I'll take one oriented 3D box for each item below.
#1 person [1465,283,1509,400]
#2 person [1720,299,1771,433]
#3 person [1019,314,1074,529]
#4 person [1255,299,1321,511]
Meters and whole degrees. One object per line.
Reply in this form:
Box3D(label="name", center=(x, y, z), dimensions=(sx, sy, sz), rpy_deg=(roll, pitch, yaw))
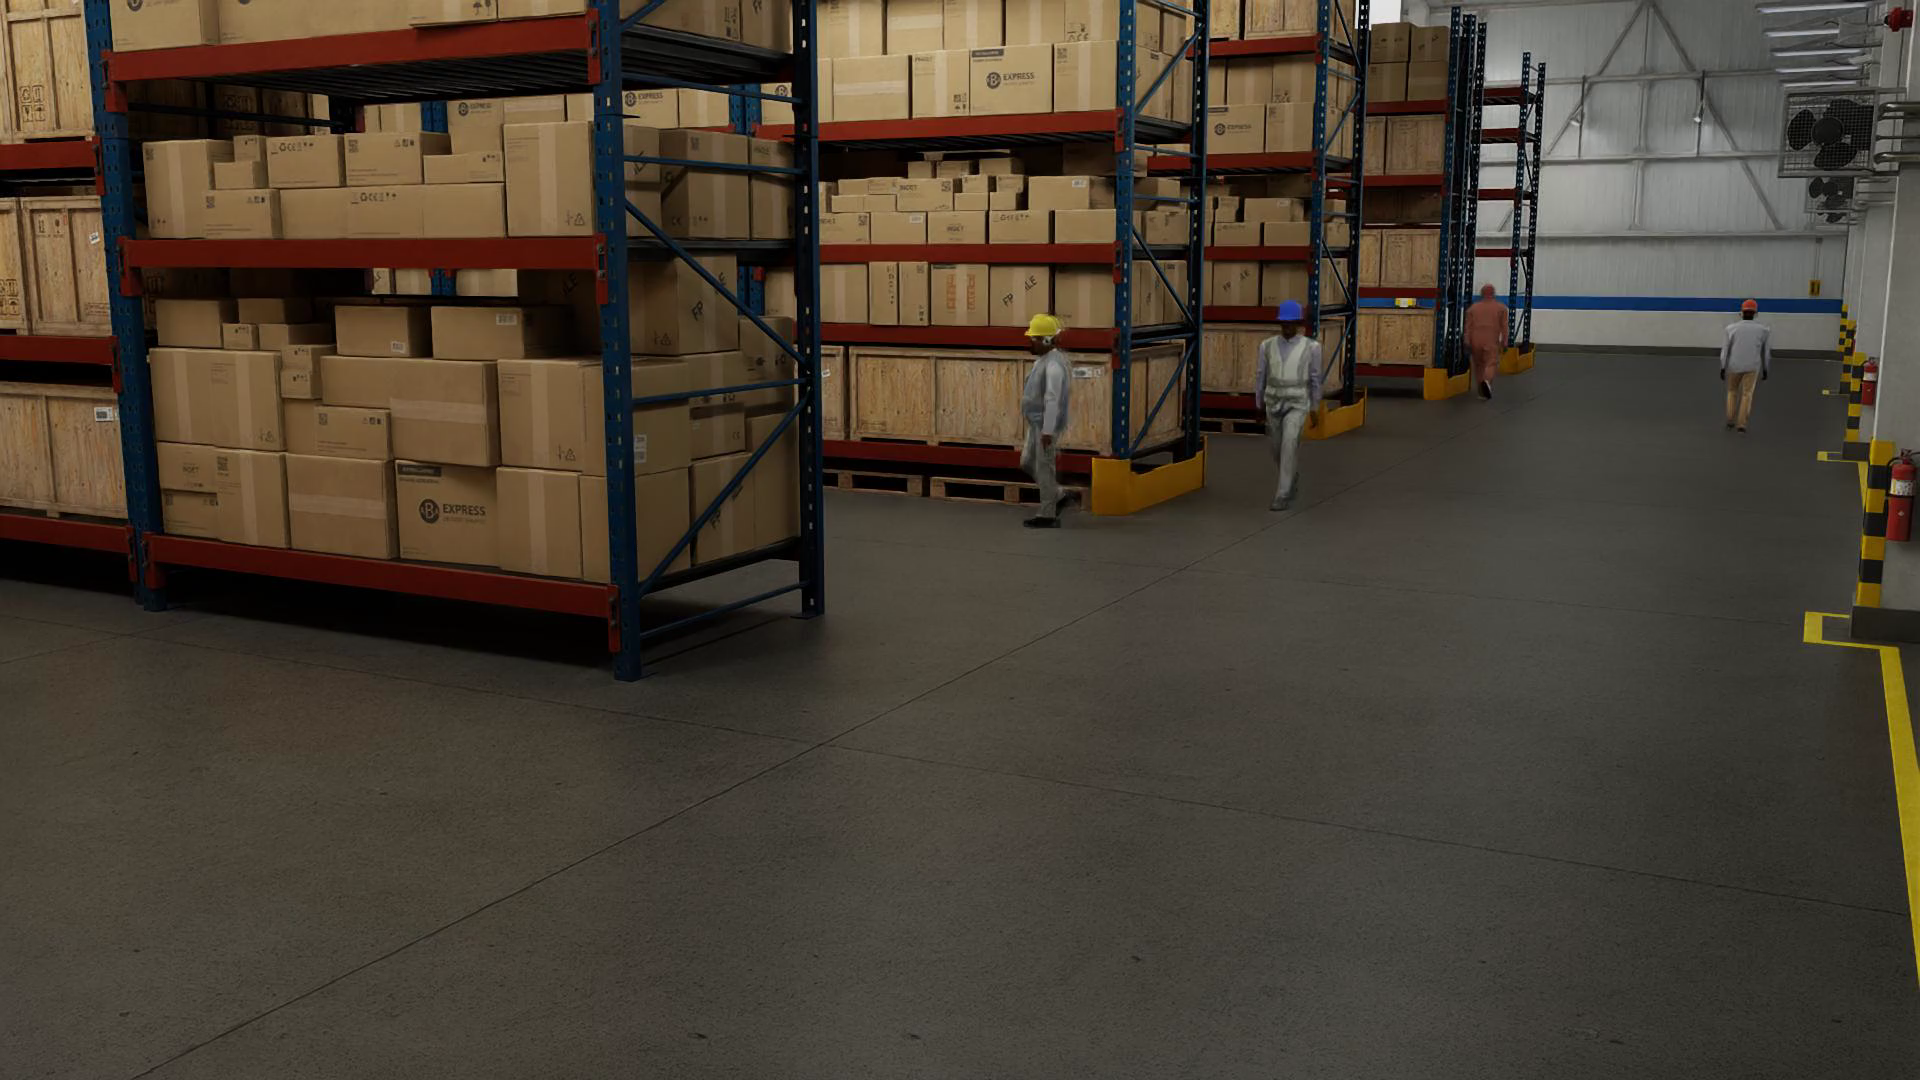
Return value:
Box3D(label="person", center=(8.271, -3.105, 26.183), dimensions=(0.662, 1.868, 0.757), rpy_deg=(5, 11, 26))
Box3D(label="person", center=(10.258, -2.274, 21.734), dimensions=(0.591, 1.716, 0.824), rpy_deg=(5, 11, 26))
Box3D(label="person", center=(0.712, -0.995, 14.047), dimensions=(0.419, 1.819, 0.601), rpy_deg=(-1, 10, -6))
Box3D(label="person", center=(3.018, -1.250, 15.277), dimensions=(0.614, 1.923, 0.789), rpy_deg=(6, 11, 31))
